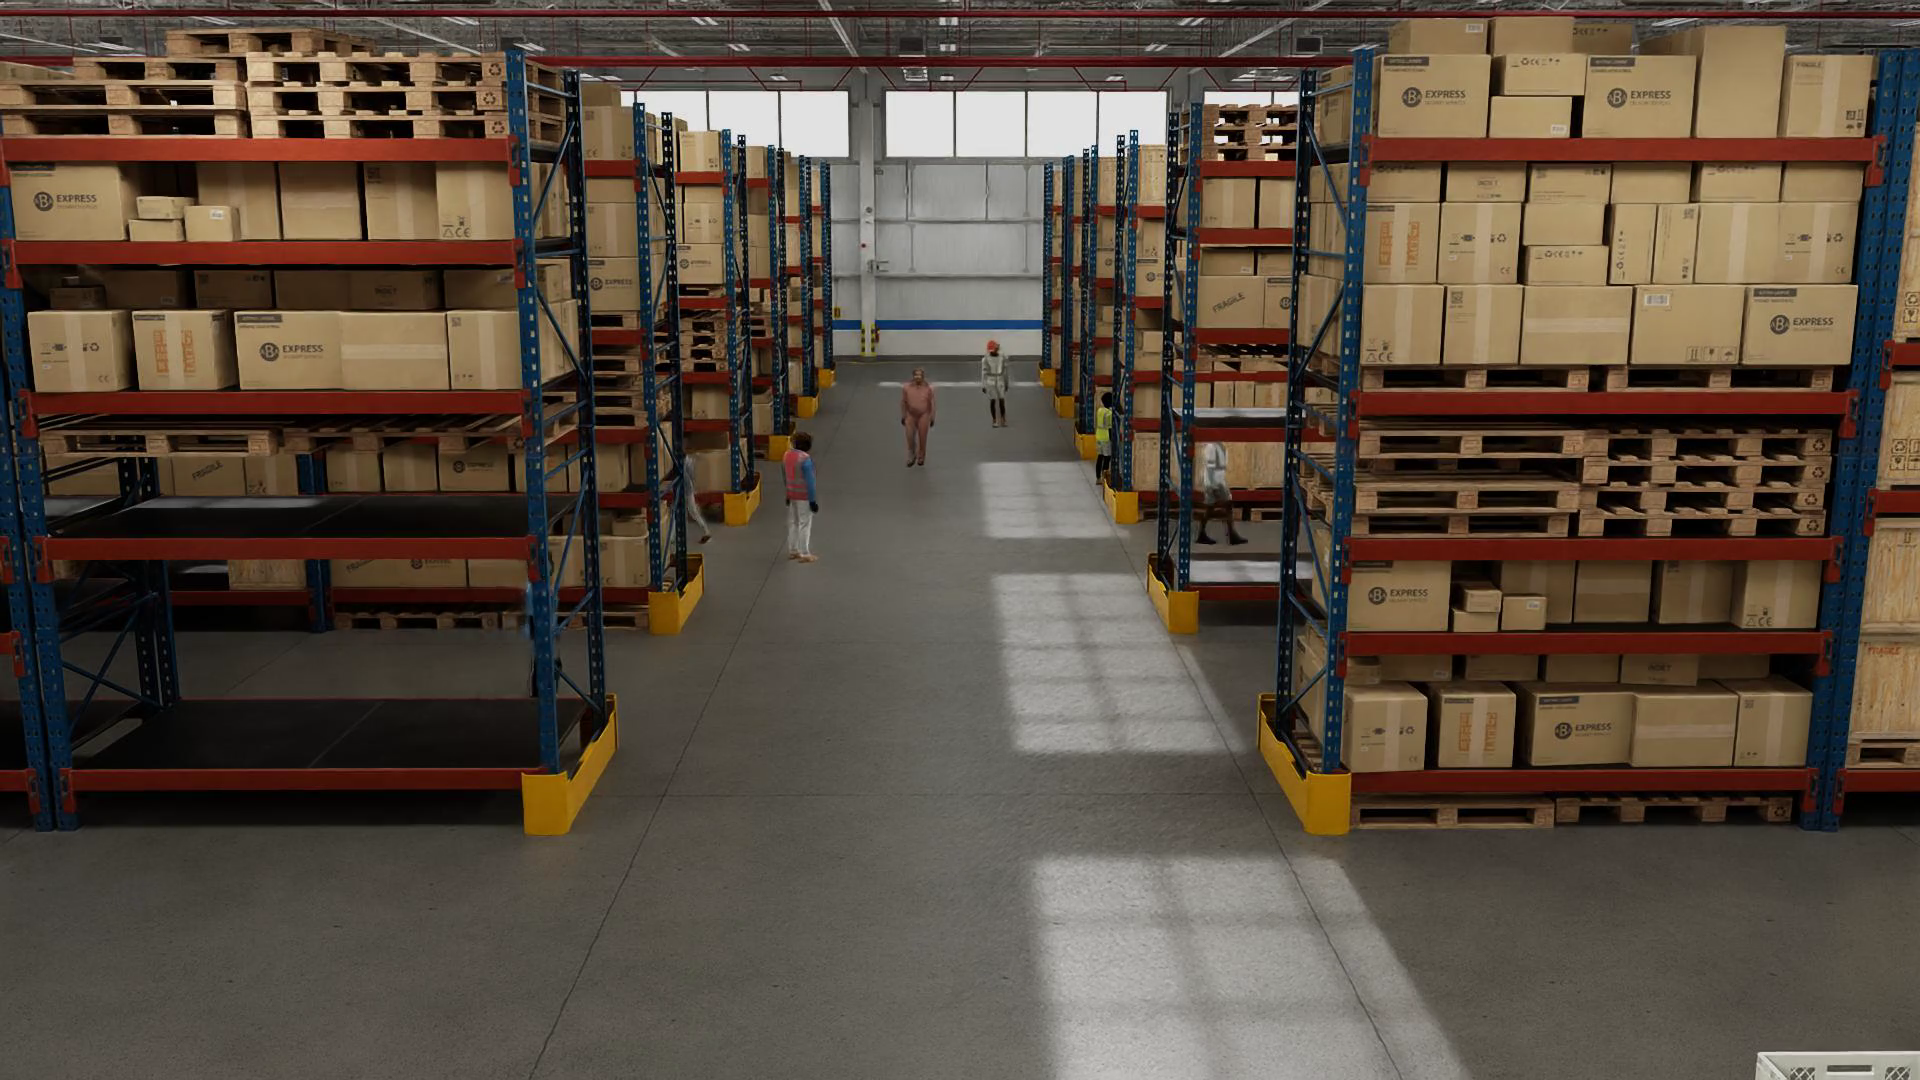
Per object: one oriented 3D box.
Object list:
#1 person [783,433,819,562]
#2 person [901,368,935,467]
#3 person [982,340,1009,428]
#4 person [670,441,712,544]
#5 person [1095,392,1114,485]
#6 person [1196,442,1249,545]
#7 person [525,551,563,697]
[{"bbox_3d":[-2.203,-0.588,23.276,0.433,1.831,0.666,-9,15,-39],"label":"person"},{"bbox_3d":[-0.813,-2.331,31.718,0.680,1.880,0.756,2,12,8],"label":"person"},{"bbox_3d":[0.787,-3.480,37.138,0.624,1.993,0.634,-1,11,-5],"label":"person"},{"bbox_3d":[-4.032,-0.689,24.332,0.861,1.595,0.518,-10,15,-40],"label":"person"},{"bbox_3d":[2.587,-1.780,29.495,0.319,1.690,0.527,-5,12,-22],"label":"person"},{"bbox_3d":[3.852,-0.836,24.292,0.889,1.897,0.574,8,14,35],"label":"person"},{"bbox_3d":[-3.954,0.911,16.143,0.565,1.677,0.552,0,11,-1],"label":"person"}]
